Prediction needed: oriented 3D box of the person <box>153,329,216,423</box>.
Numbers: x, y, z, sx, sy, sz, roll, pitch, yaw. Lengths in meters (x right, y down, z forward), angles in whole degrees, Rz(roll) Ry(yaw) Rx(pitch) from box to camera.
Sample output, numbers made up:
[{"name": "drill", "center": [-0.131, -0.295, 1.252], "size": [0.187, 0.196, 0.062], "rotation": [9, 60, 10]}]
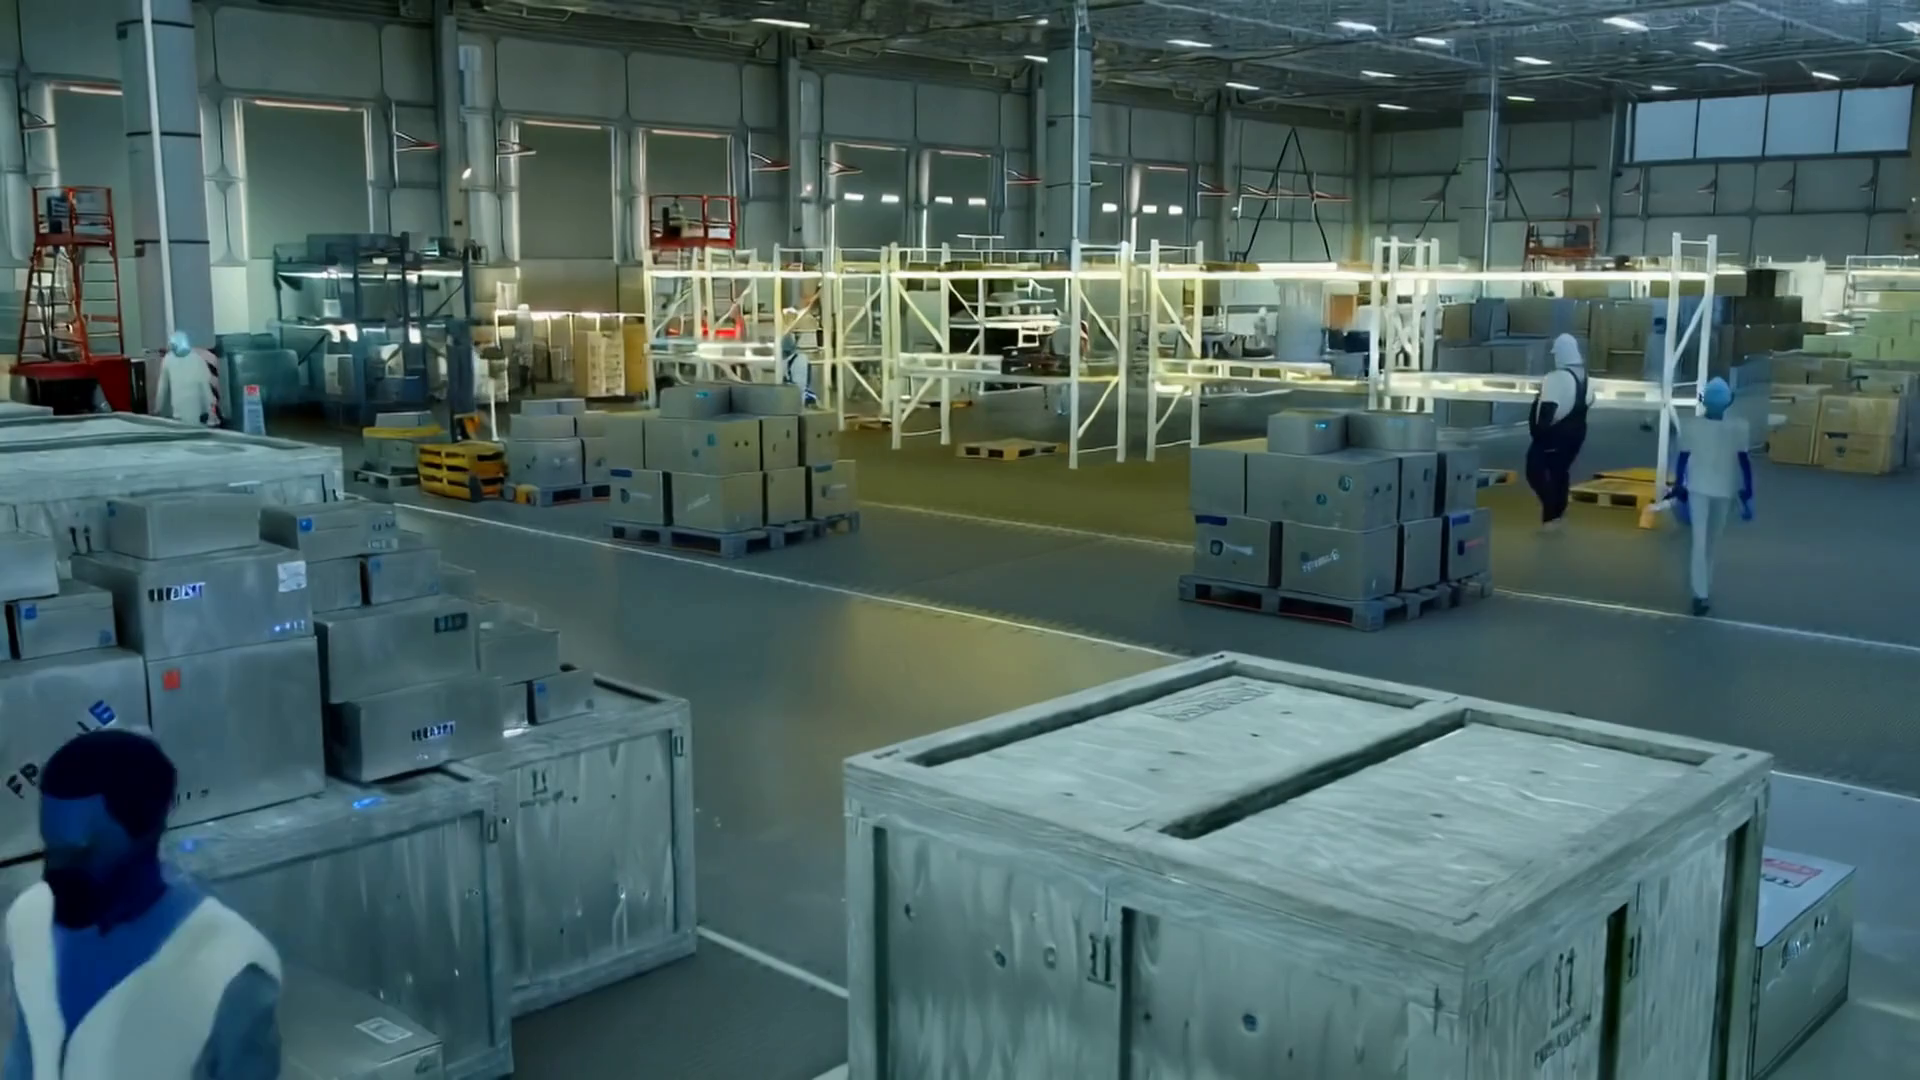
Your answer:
[{"name": "person", "center": [-9.522, -1.619, 20.411], "size": [0.644, 1.915, 0.600], "rotation": [3, 10, 19]}]

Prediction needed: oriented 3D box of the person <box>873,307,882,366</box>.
[{"name": "person", "center": [-2.166, -5.395, 44.455], "size": [0.312, 1.633, 0.520], "rotation": [0, 9, -3]}]

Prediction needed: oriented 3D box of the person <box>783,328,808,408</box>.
[{"name": "person", "center": [-2.191, -1.868, 22.042], "size": [0.350, 1.884, 0.583], "rotation": [-2, 10, -14]}]

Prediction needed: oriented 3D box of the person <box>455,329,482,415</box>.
[{"name": "person", "center": [-6.926, -2.039, 23.286], "size": [0.453, 1.817, 0.643], "rotation": [2, 10, 13]}]

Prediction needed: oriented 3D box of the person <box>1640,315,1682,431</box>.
[{"name": "person", "center": [11.638, -2.769, 27.531], "size": [0.968, 1.903, 0.639], "rotation": [-8, 12, -40]}]

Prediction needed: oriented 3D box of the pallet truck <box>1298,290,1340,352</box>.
[{"name": "pallet truck", "center": [11.297, -6.951, 52.861], "size": [1.885, 1.965, 0.823], "rotation": [-5, 11, -29]}]

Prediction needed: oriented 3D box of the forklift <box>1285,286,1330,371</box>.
[{"name": "forklift", "center": [8.931, -5.833, 43.310], "size": [1.129, 2.768, 1.873], "rotation": [5, 10, 26]}]

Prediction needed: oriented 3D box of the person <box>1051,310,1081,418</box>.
[{"name": "person", "center": [1.901, -3.132, 29.686], "size": [0.585, 1.921, 0.383], "rotation": [7, 11, 36]}]

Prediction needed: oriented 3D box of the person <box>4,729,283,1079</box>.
[{"name": "person", "center": [-1.426, 1.231, 3.044], "size": [0.591, 1.890, 0.859], "rotation": [5, 11, 29]}]

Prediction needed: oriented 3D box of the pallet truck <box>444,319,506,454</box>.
[{"name": "pallet truck", "center": [-6.981, -1.942, 22.150], "size": [1.885, 1.965, 0.823], "rotation": [1, 9, 9]}]

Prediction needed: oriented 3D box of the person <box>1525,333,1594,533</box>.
[{"name": "person", "center": [5.948, -1.055, 16.579], "size": [0.723, 2.000, 0.537], "rotation": [-6, 11, -34]}]

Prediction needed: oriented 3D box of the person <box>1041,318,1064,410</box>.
[{"name": "person", "center": [1.776, -3.318, 31.383], "size": [0.484, 1.739, 0.319], "rotation": [-2, 9, -11]}]

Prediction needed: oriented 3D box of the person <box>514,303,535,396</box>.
[{"name": "person", "center": [-9.111, -3.962, 34.718], "size": [0.358, 1.938, 0.542], "rotation": [5, 10, 28]}]

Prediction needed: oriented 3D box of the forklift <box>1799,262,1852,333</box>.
[{"name": "forklift", "center": [22.096, -5.823, 43.246], "size": [1.873, 2.768, 1.129], "rotation": [9, 13, 43]}]

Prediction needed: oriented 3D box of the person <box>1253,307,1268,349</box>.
[{"name": "person", "center": [7.585, -5.022, 41.958], "size": [0.317, 1.695, 0.540], "rotation": [9, 13, 43]}]

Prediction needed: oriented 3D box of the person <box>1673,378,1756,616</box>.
[{"name": "person", "center": [5.820, -0.332, 12.813], "size": [0.543, 1.818, 0.971], "rotation": [2, 10, 13]}]
